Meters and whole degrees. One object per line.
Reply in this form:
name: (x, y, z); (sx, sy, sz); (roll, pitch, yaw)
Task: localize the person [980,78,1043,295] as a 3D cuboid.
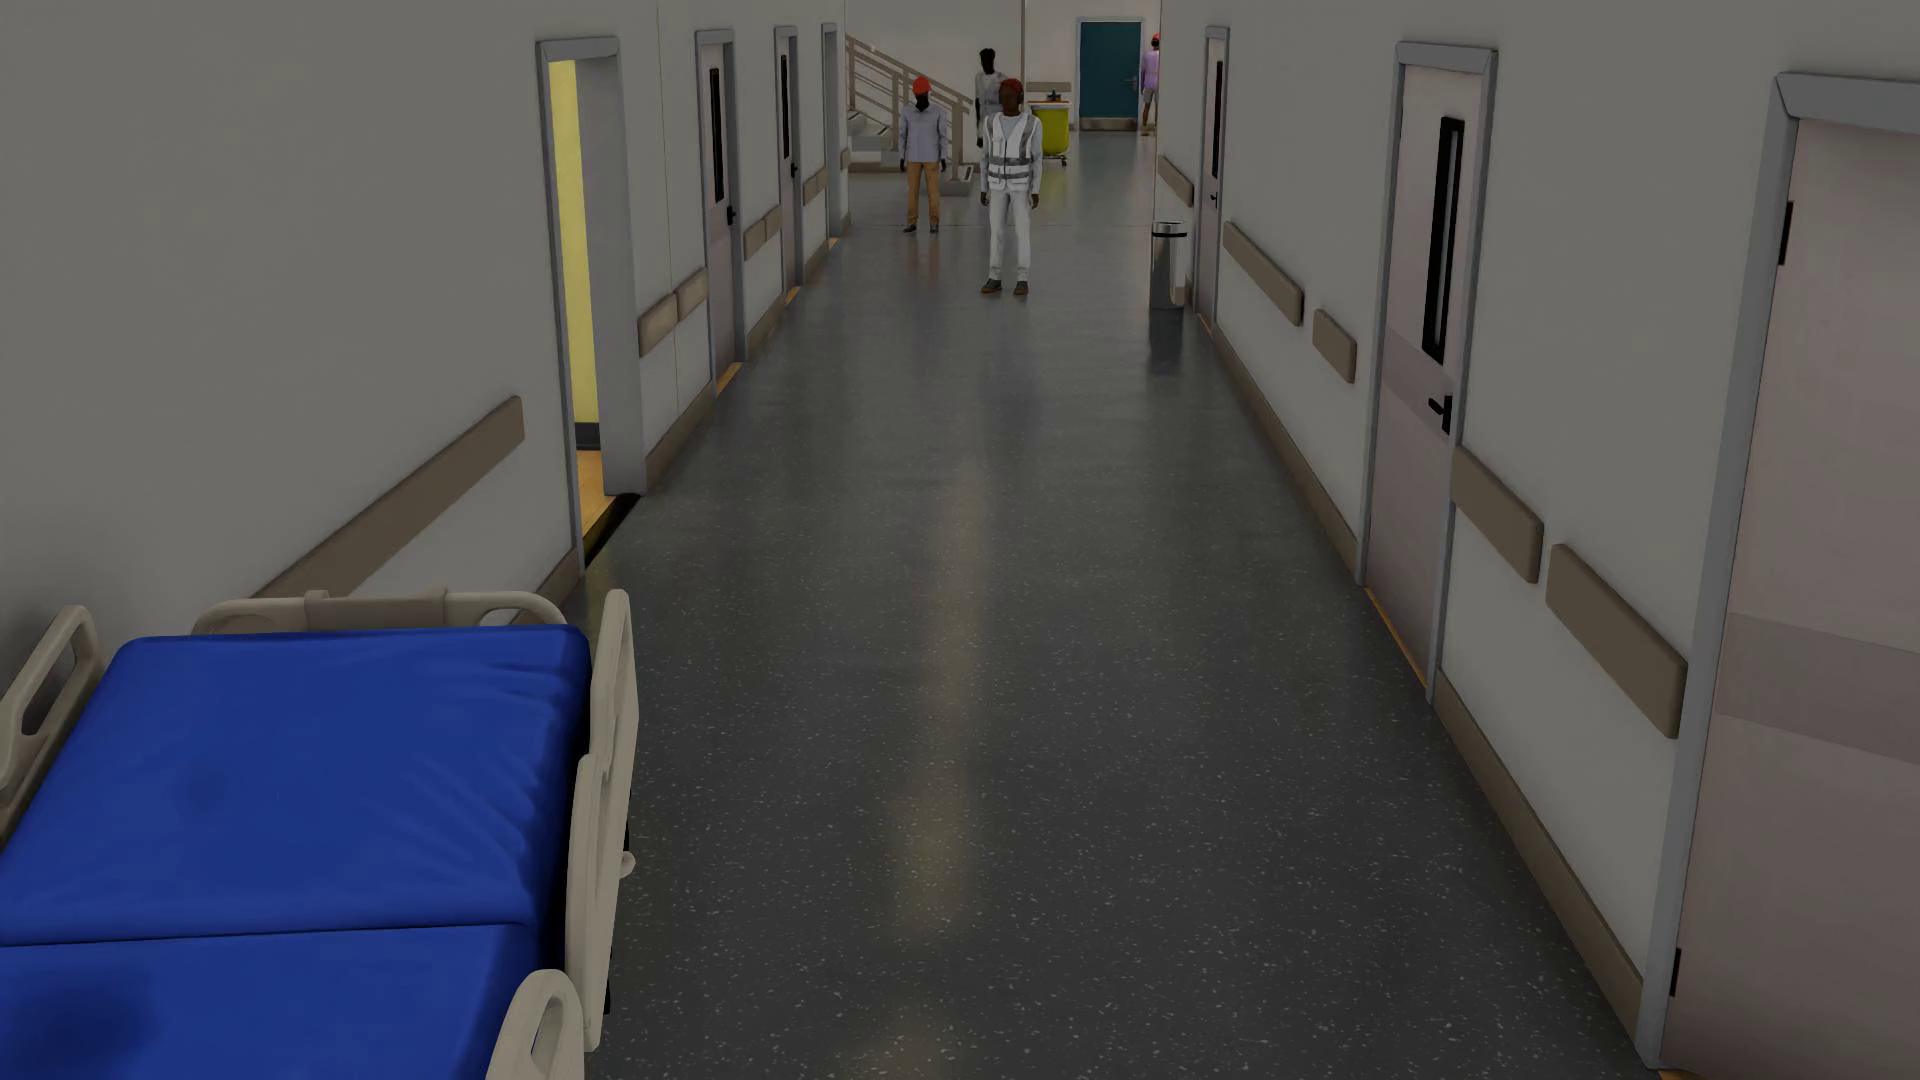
person: (0.444, -3.132, 14.796); (0.573, 1.883, 0.356); (6, 19, 19)

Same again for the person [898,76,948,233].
person: (-0.427, -4.360, 18.866); (0.573, 1.746, 0.347); (4, 18, 11)

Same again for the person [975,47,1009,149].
person: (0.473, -6.220, 24.391); (0.627, 1.943, 0.489); (12, 21, 32)

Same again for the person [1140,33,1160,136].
person: (3.942, -9.176, 33.563); (0.618, 2.028, 0.409); (8, 19, 23)
